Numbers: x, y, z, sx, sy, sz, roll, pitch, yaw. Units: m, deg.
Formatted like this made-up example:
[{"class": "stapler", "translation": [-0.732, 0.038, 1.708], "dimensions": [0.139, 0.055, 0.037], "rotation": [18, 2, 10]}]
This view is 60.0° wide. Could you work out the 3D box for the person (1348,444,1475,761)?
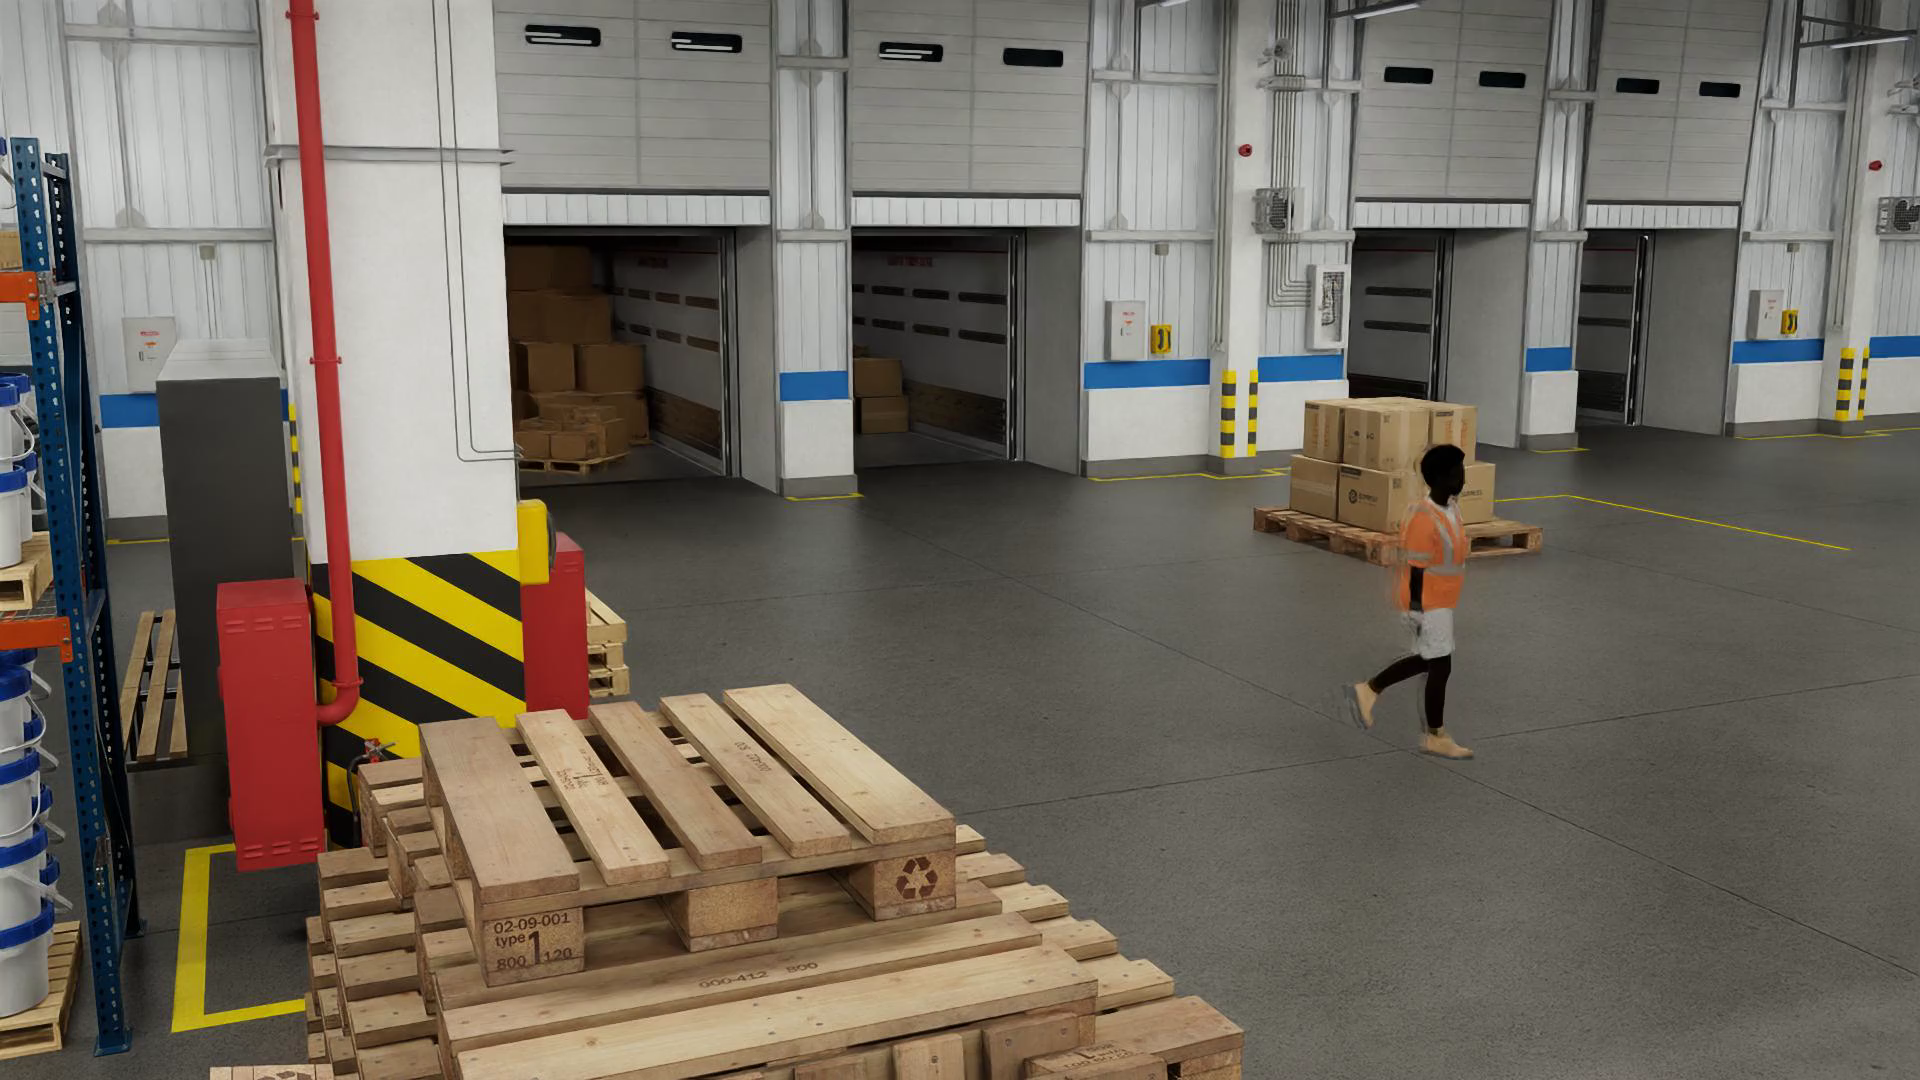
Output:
[{"class": "person", "translation": [2.412, 0.313, 8.804], "dimensions": [0.650, 1.680, 0.532], "rotation": [6, 12, 30]}]
